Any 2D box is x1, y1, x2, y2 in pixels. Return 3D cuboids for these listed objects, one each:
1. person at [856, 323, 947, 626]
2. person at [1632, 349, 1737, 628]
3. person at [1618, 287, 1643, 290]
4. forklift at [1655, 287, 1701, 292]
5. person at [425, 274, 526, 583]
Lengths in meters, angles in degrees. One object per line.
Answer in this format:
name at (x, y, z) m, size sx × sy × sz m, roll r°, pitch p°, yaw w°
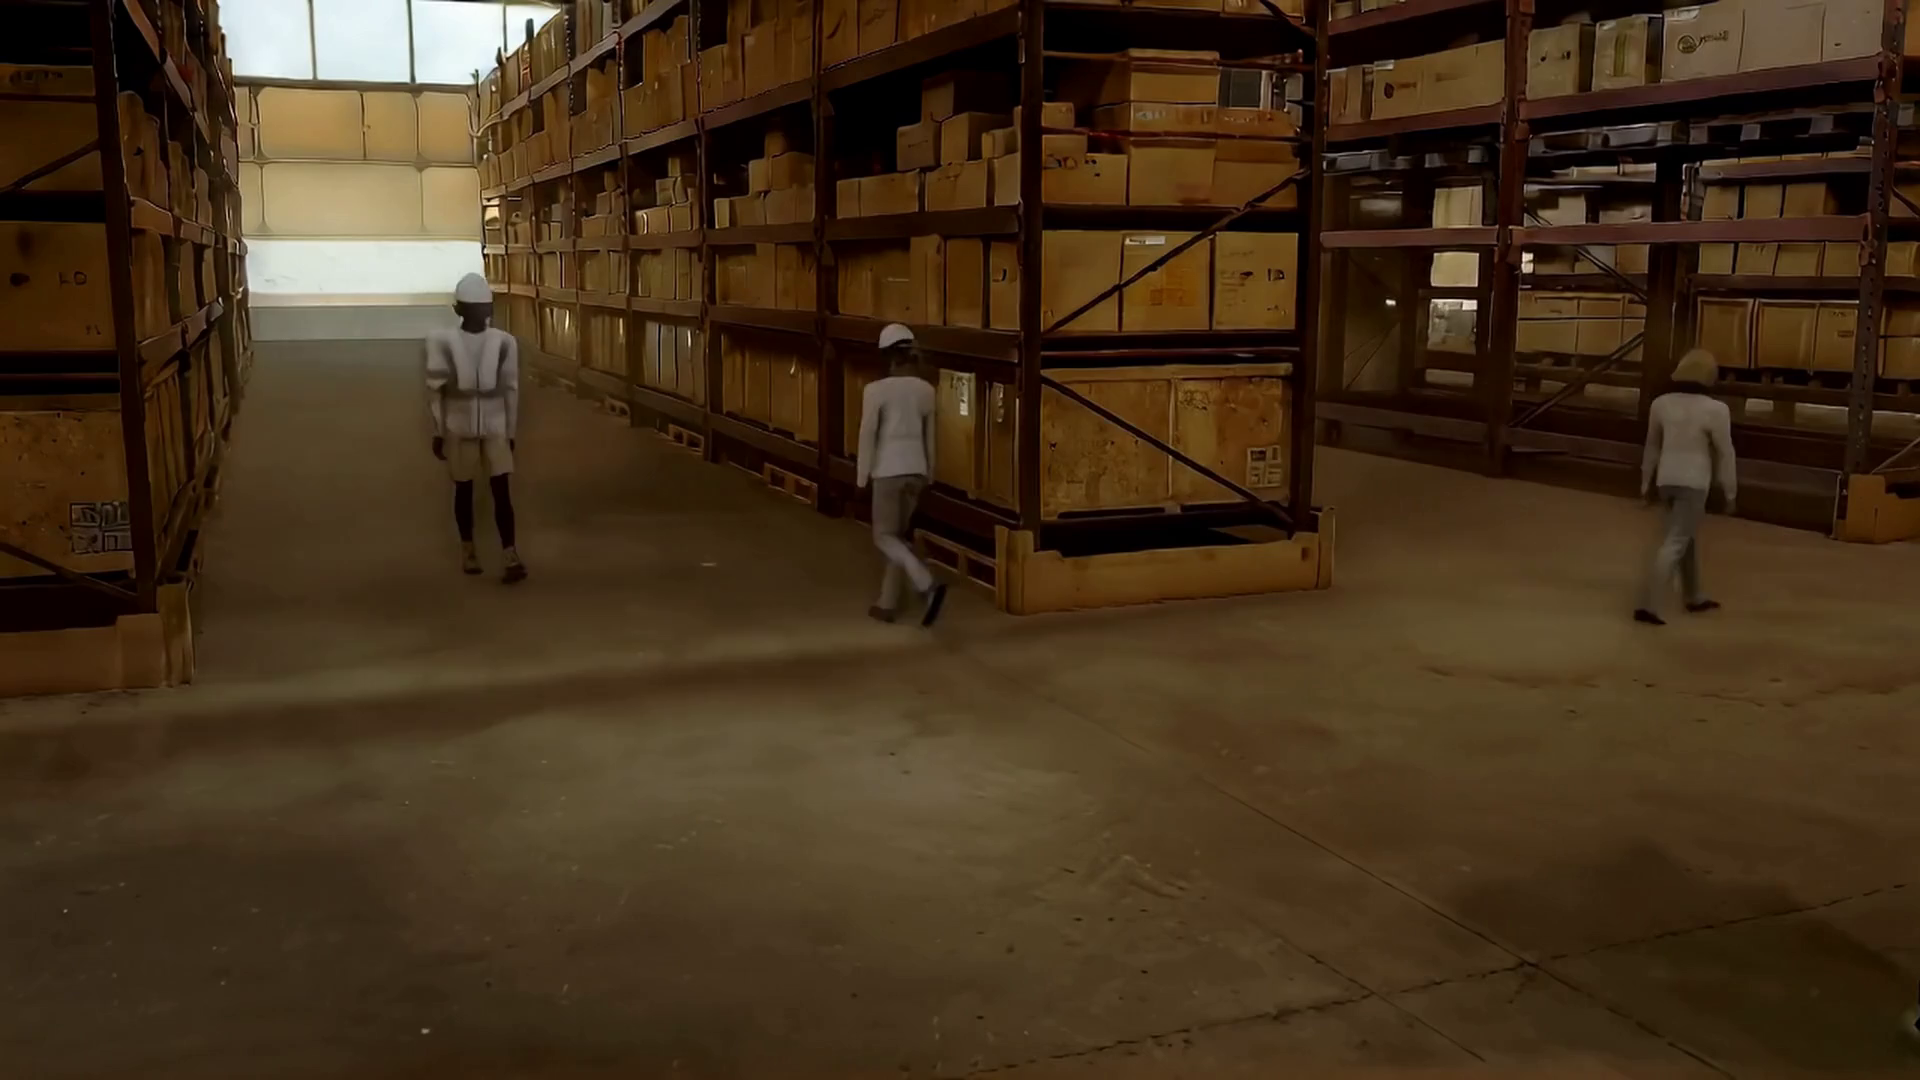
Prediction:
person at (-0.290, -0.353, 9.425) m, size 0.550 × 1.731 × 0.677 m, roll -8°, pitch 12°, yaw -38°
person at (4.152, -0.299, 9.519) m, size 0.869 × 1.588 × 0.522 m, roll -5°, pitch 11°, yaw -28°
person at (16.510, -5.737, 41.136) m, size 0.410 × 1.909 × 0.643 m, roll -7°, pitch 12°, yaw -37°
forklift at (13.562, -4.612, 31.487) m, size 1.873 × 2.768 × 1.129 m, roll -4°, pitch 10°, yaw -22°
person at (-3.118, -0.712, 10.778) m, size 0.618 × 1.989 × 1.038 m, roll -5°, pitch 10°, yaw -25°
